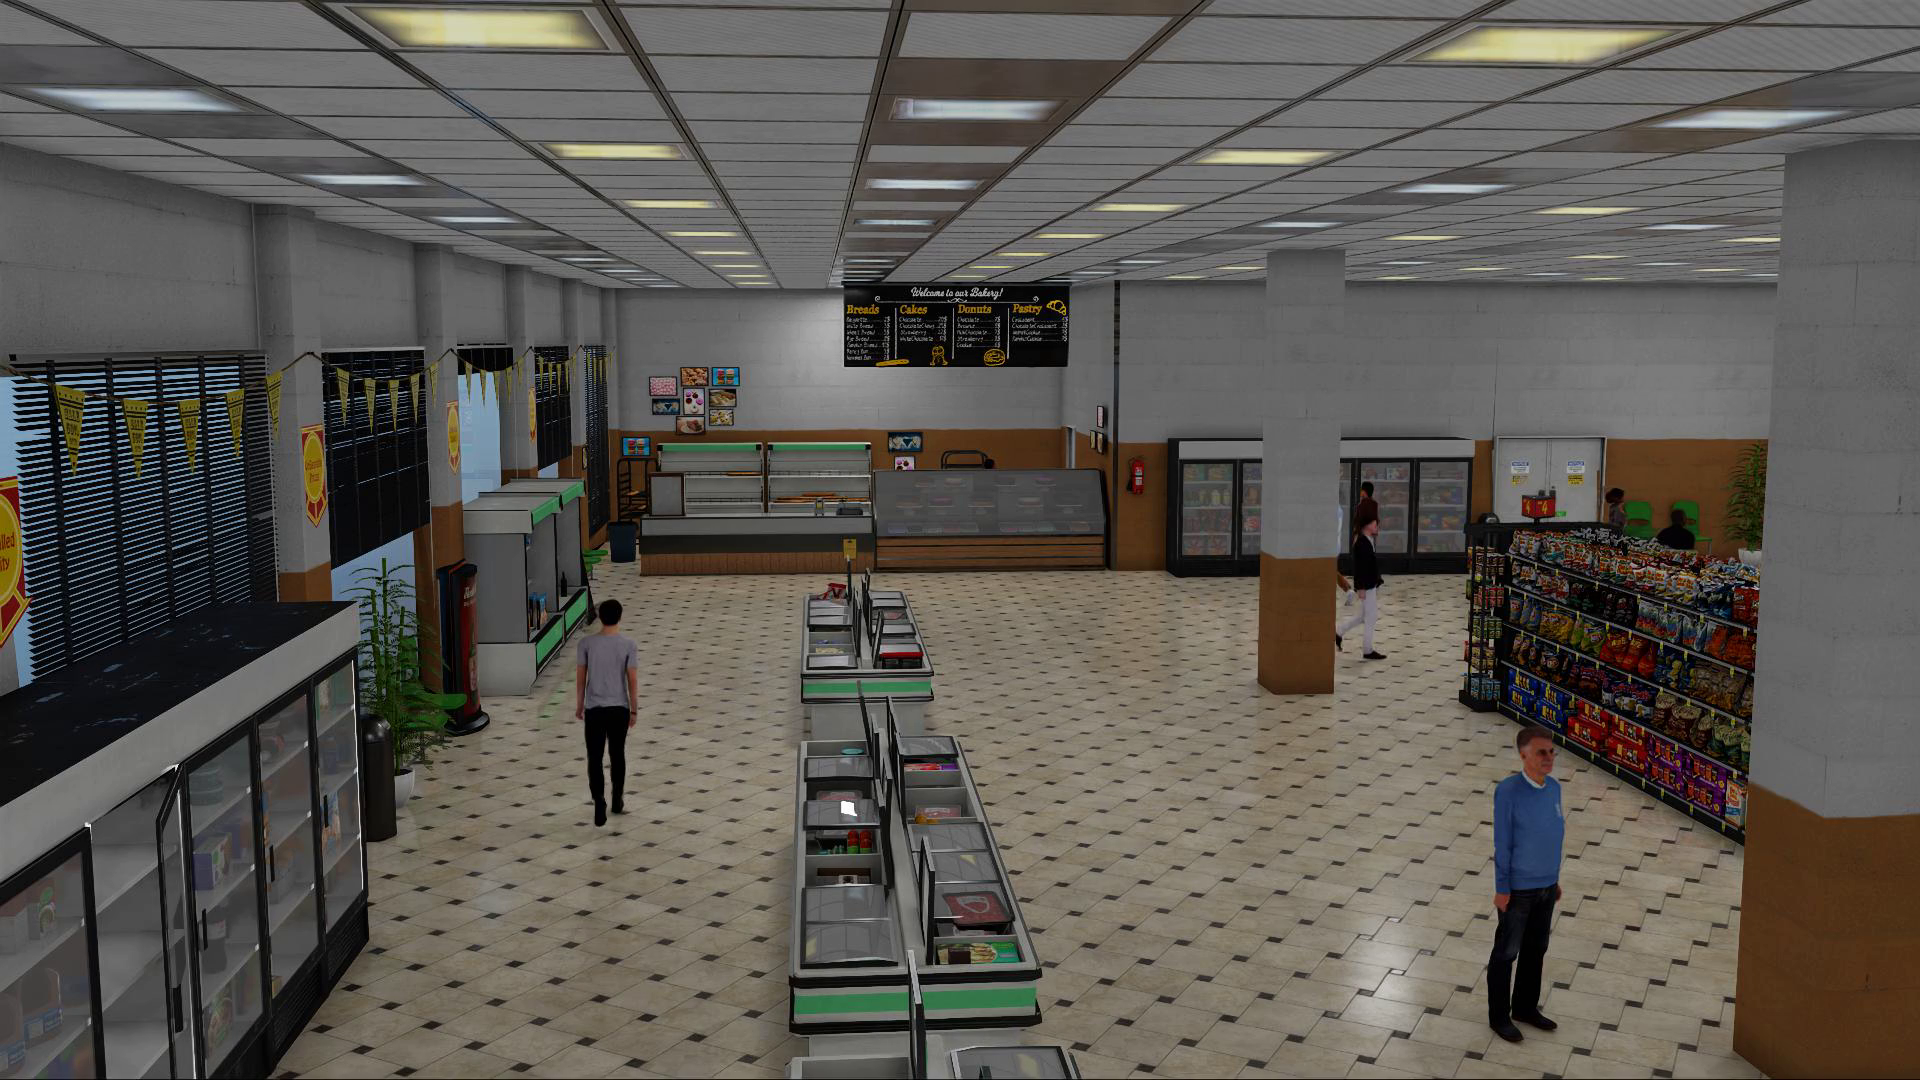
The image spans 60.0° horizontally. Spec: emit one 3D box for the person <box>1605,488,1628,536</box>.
[{"bbox_3d":[10.094,0.046,25.863,0.762,1.703,0.811,2,7,12],"label":"person"}]

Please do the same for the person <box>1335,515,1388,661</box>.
[{"bbox_3d":[4.983,0.593,20.825,0.941,1.827,0.997,2,7,17],"label":"person"}]

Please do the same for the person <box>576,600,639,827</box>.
[{"bbox_3d":[-2.941,1.440,13.766,0.736,1.839,1.112,-1,7,-9],"label":"person"}]

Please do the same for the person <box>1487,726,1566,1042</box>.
[{"bbox_3d":[3.281,1.951,9.628,0.737,1.817,0.708,-4,8,-29],"label":"person"}]

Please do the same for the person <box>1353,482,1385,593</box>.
[{"bbox_3d":[6.460,-0.022,26.152,0.836,1.770,0.896,-7,9,-43],"label":"person"}]

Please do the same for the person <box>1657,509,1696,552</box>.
[{"bbox_3d":[9.239,0.508,21.582,0.883,1.812,0.762,-4,8,-30],"label":"person"}]
